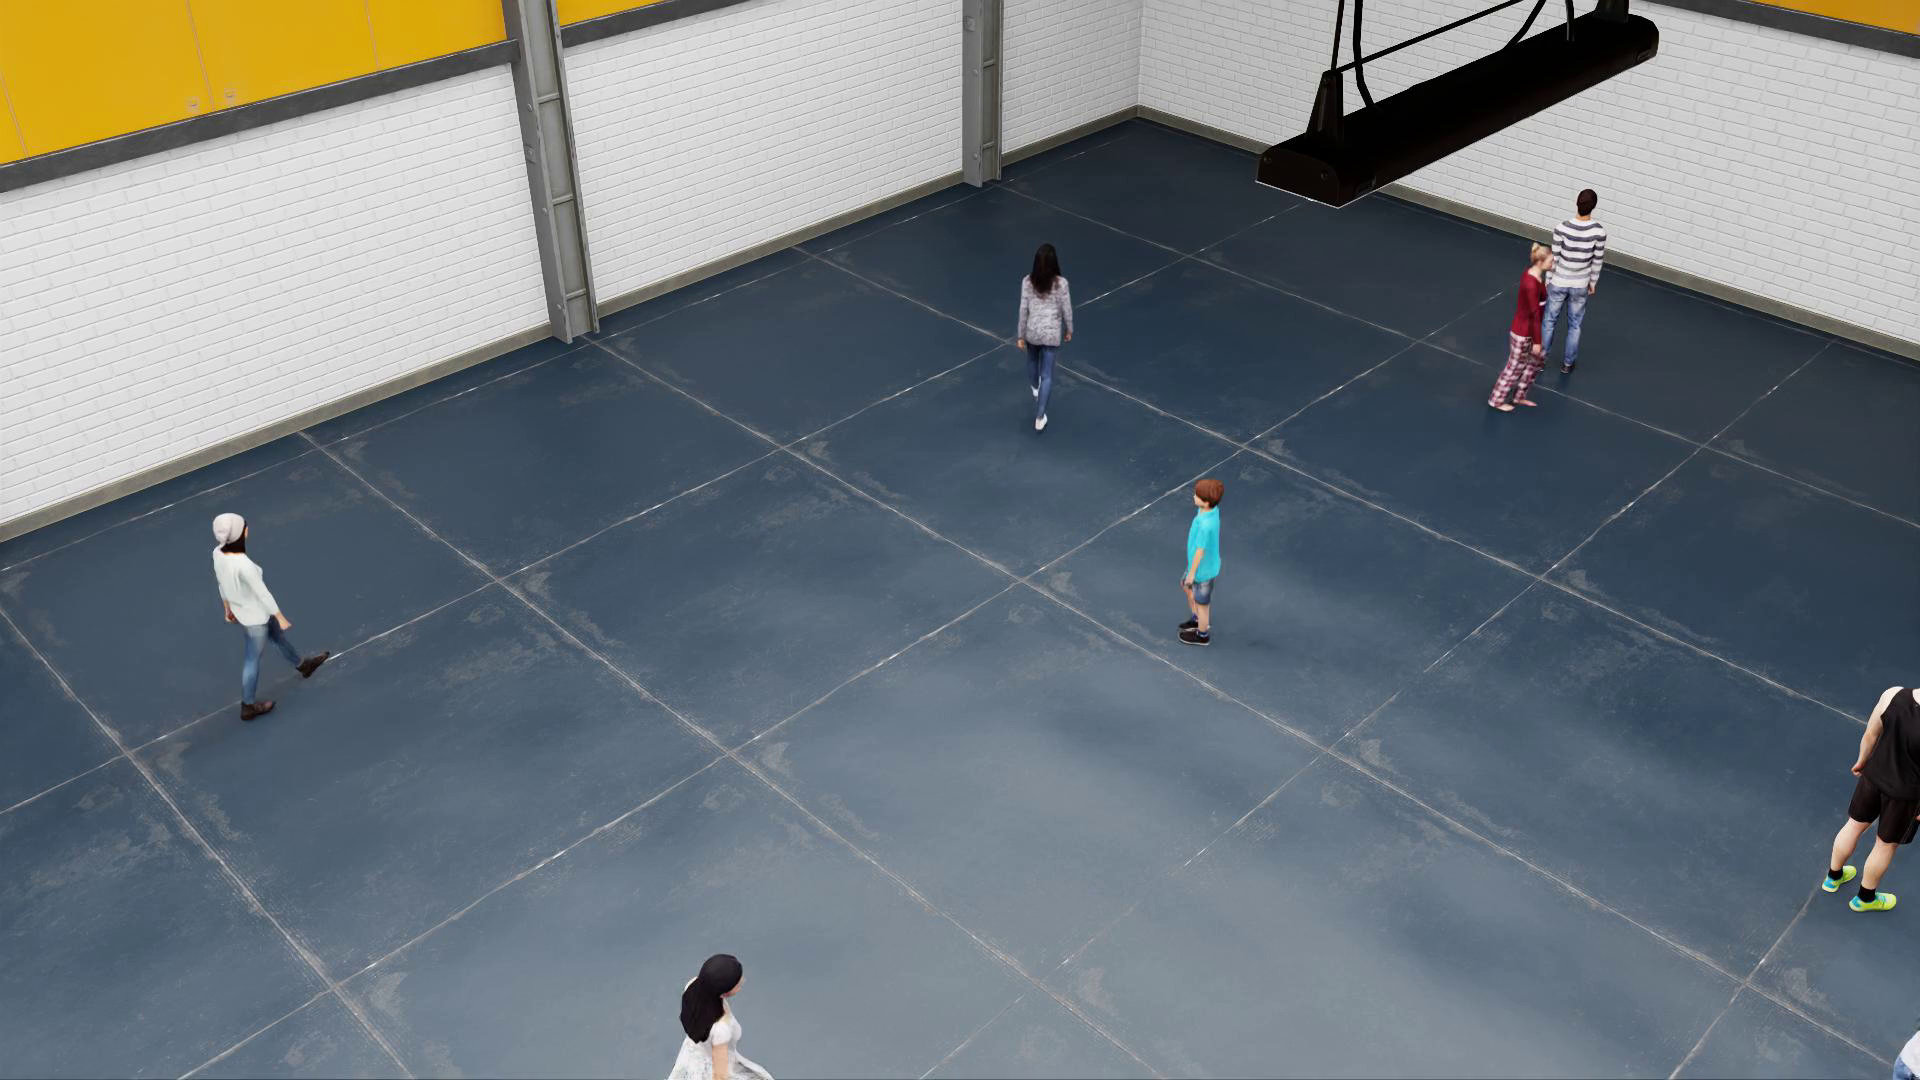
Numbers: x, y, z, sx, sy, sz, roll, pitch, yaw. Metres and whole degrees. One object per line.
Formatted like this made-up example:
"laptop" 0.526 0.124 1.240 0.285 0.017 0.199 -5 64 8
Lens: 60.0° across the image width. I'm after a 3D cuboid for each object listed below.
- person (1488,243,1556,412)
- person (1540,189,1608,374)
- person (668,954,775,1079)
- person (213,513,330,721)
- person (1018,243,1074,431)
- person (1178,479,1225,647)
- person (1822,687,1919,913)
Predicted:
"person" 5.152 -1.958 15.387 0.845 1.685 0.771 9 35 14
"person" 5.884 -2.492 16.038 0.725 1.854 0.715 9 35 13
"person" -1.295 2.750 8.273 1.217 1.718 0.768 -25 41 -33
"person" -5.036 0.563 11.662 0.670 1.610 1.033 23 40 31
"person" 0.740 -1.820 15.176 1.013 1.689 1.188 7 34 10
"person" 1.878 0.174 12.396 0.681 1.446 0.589 9 35 13
"person" 5.656 1.457 10.065 0.685 1.889 0.751 -16 37 -22
